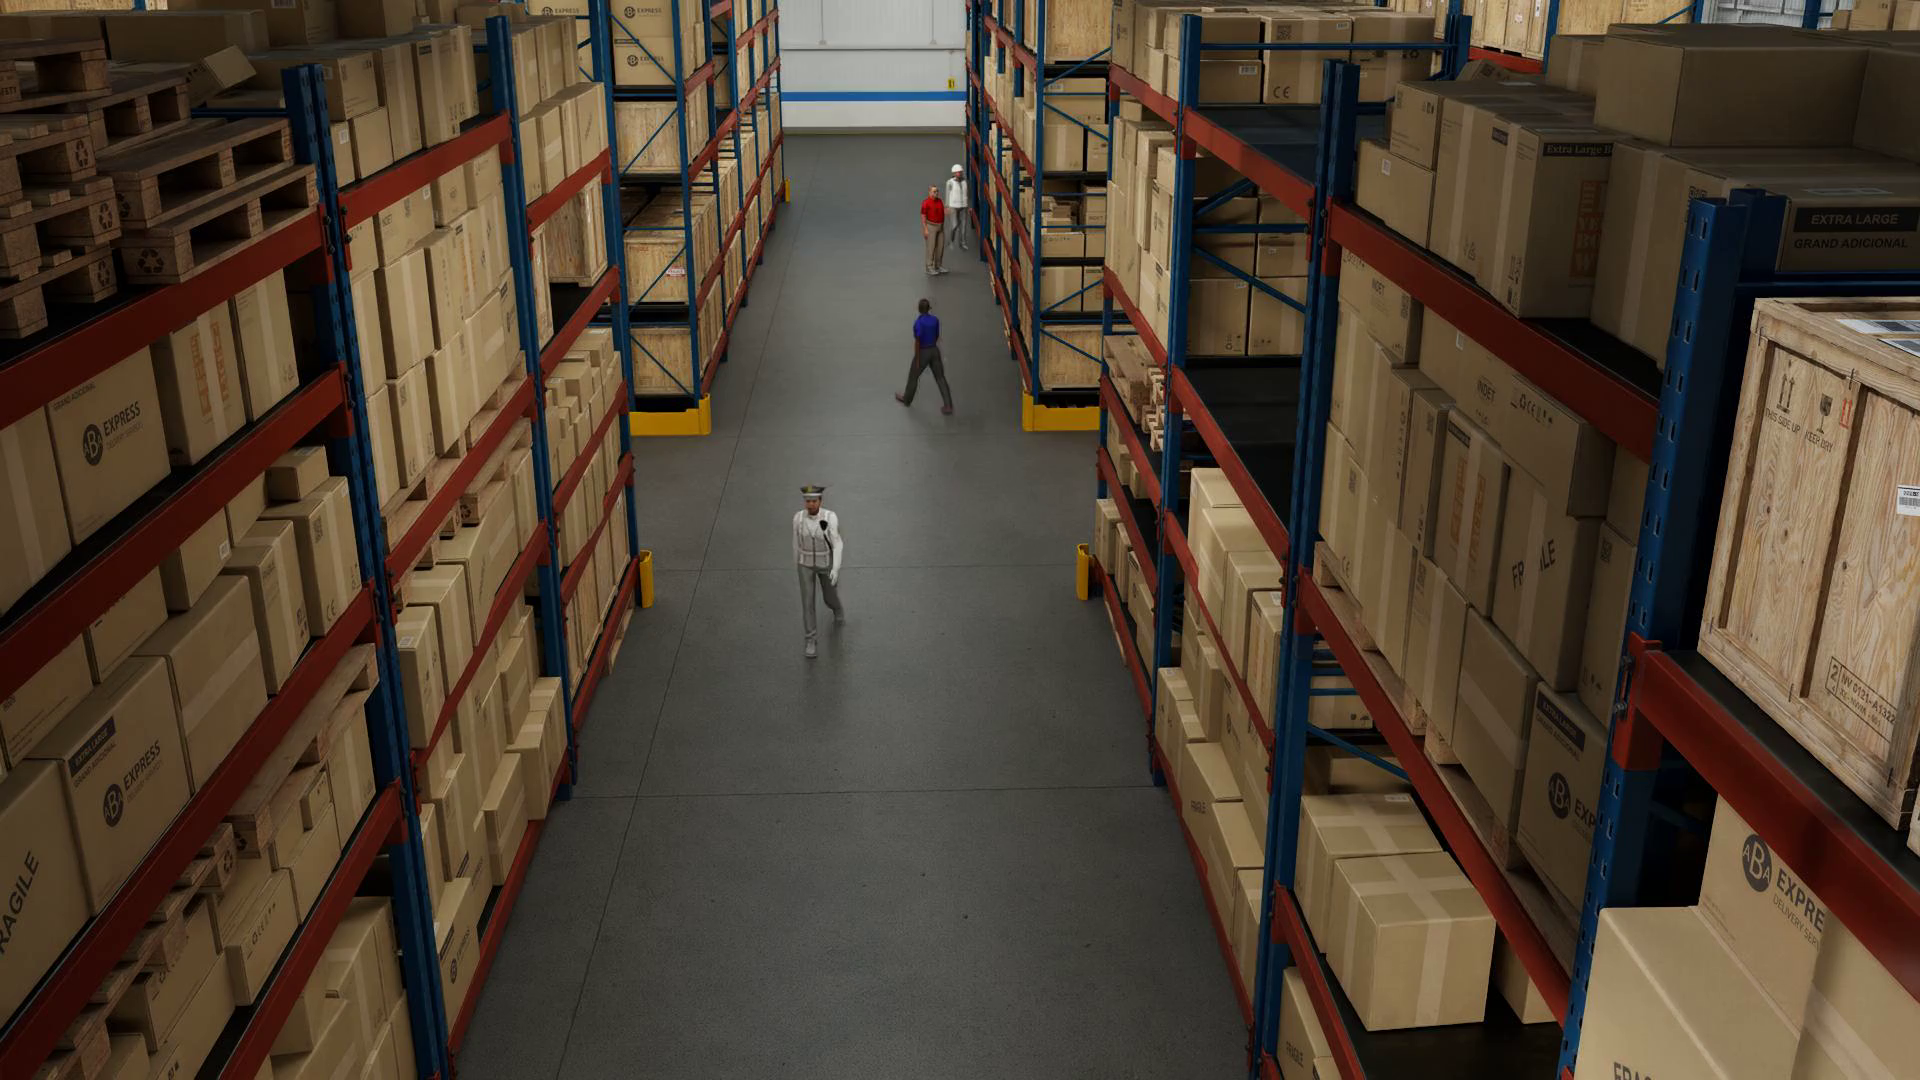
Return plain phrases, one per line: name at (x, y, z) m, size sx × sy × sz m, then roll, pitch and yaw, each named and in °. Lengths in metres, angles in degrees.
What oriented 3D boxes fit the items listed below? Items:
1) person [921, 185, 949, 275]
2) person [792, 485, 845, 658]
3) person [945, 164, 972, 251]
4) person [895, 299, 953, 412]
person at (-0.483, -6.179, 33.107) m, size 0.395 × 1.725 × 0.530 m, roll 17°, pitch 27°, yaw 38°
person at (-1.361, 0.216, 16.040) m, size 0.502 × 1.676 × 0.801 m, roll 0°, pitch 20°, yaw 1°
person at (-0.009, -7.071, 35.361) m, size 0.579 × 1.776 × 0.478 m, roll -11°, pitch 23°, yaw -27°
person at (-0.501, -2.656, 23.764) m, size 0.606 × 1.616 × 0.962 m, roll -16°, pitch 26°, yaw -36°
